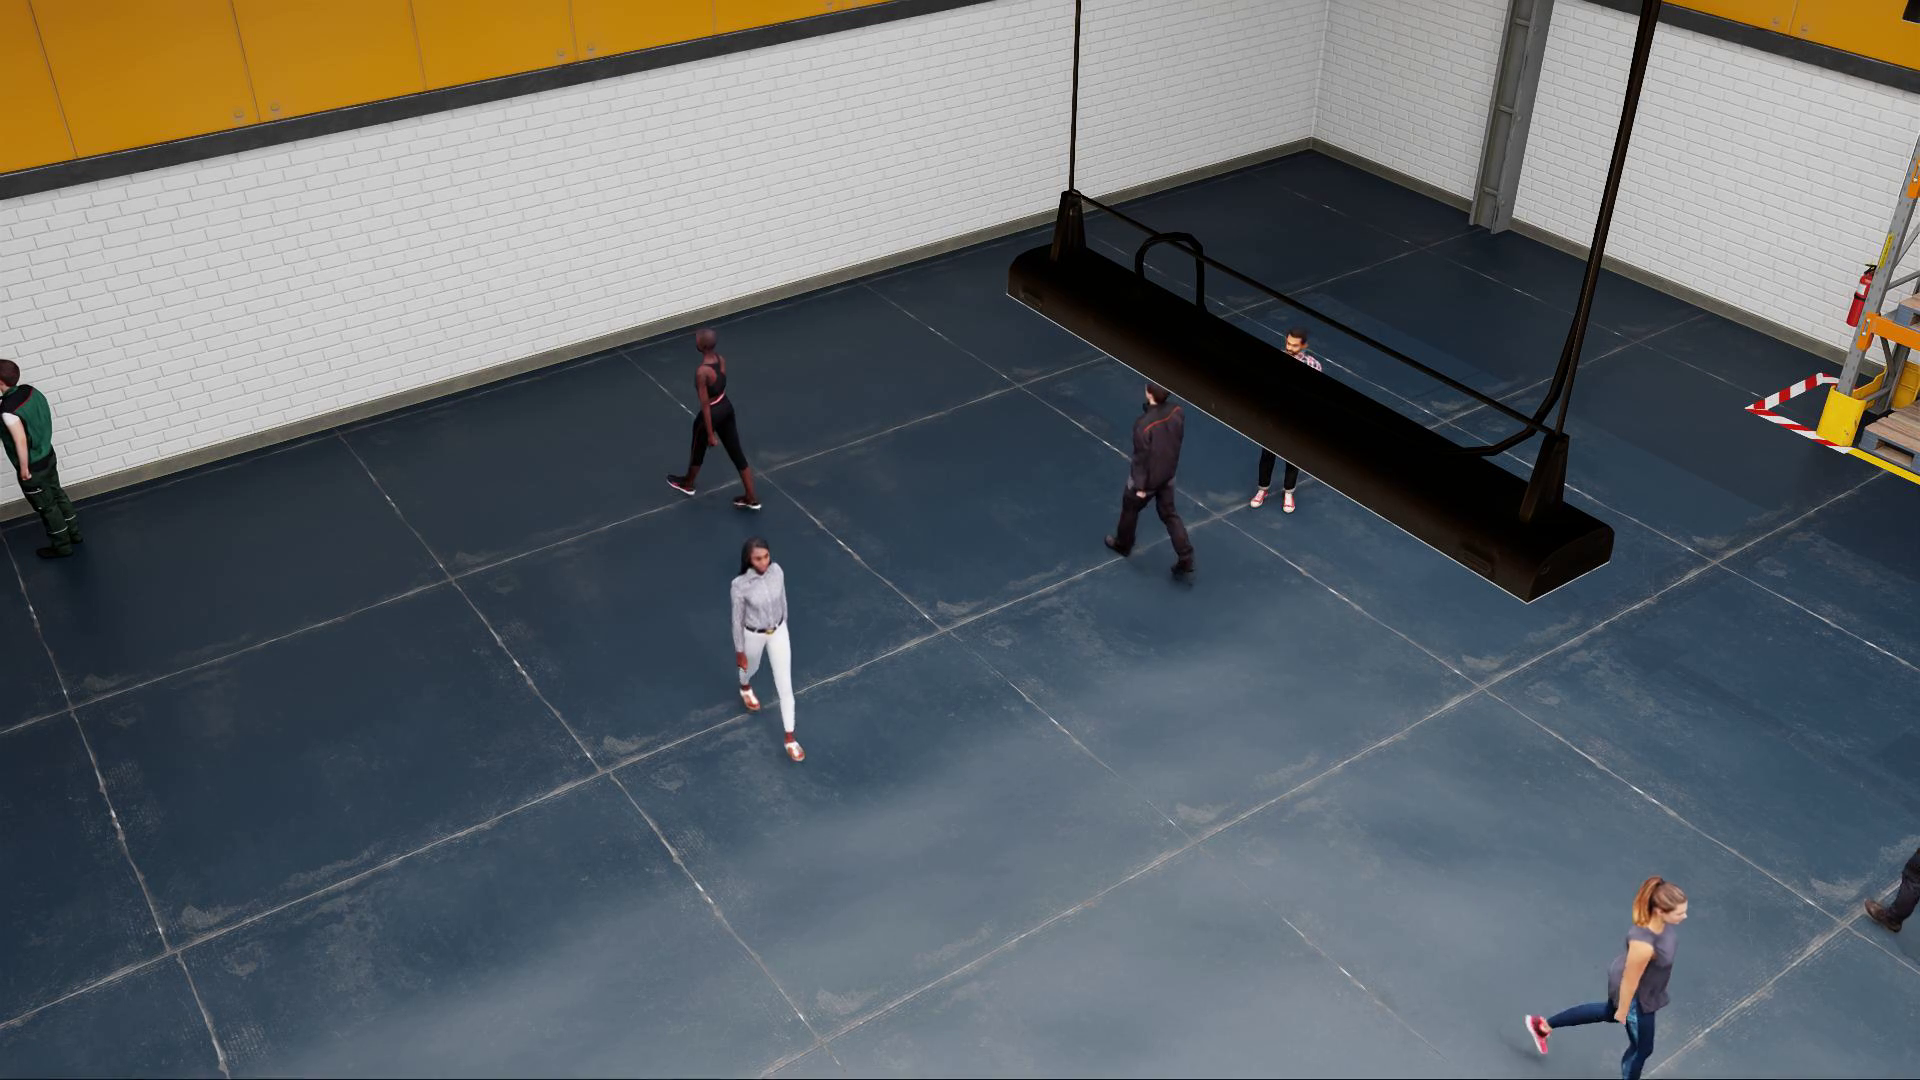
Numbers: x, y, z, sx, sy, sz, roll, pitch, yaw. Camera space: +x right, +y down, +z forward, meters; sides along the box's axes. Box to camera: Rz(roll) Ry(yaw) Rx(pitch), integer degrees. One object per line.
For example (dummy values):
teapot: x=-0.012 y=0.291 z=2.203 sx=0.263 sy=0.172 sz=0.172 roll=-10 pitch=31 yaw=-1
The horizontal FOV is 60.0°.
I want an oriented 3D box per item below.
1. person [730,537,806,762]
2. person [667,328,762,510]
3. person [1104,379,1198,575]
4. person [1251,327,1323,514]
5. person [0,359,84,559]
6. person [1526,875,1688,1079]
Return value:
person: x=-1.467 y=0.688 z=12.041 sx=0.708 sy=1.678 sz=1.236 roll=-17 pitch=37 yaw=-24
person: x=-2.052 y=-1.012 z=14.573 sx=1.251 sy=1.708 sz=0.970 roll=16 pitch=37 yaw=23
person: x=1.670 y=-0.500 z=13.718 sx=0.702 sy=1.801 sz=1.130 roll=-21 pitch=39 yaw=-28
person: x=2.874 y=-1.080 z=14.627 sx=0.747 sy=1.760 sz=0.841 roll=10 pitch=35 yaw=14
person: x=-7.794 y=-0.696 z=13.975 sx=0.808 sy=1.843 sz=0.710 roll=-1 pitch=34 yaw=-2
person: x=3.688 y=2.492 z=9.302 sx=1.140 sy=1.706 sz=0.890 roll=17 pitch=37 yaw=24
